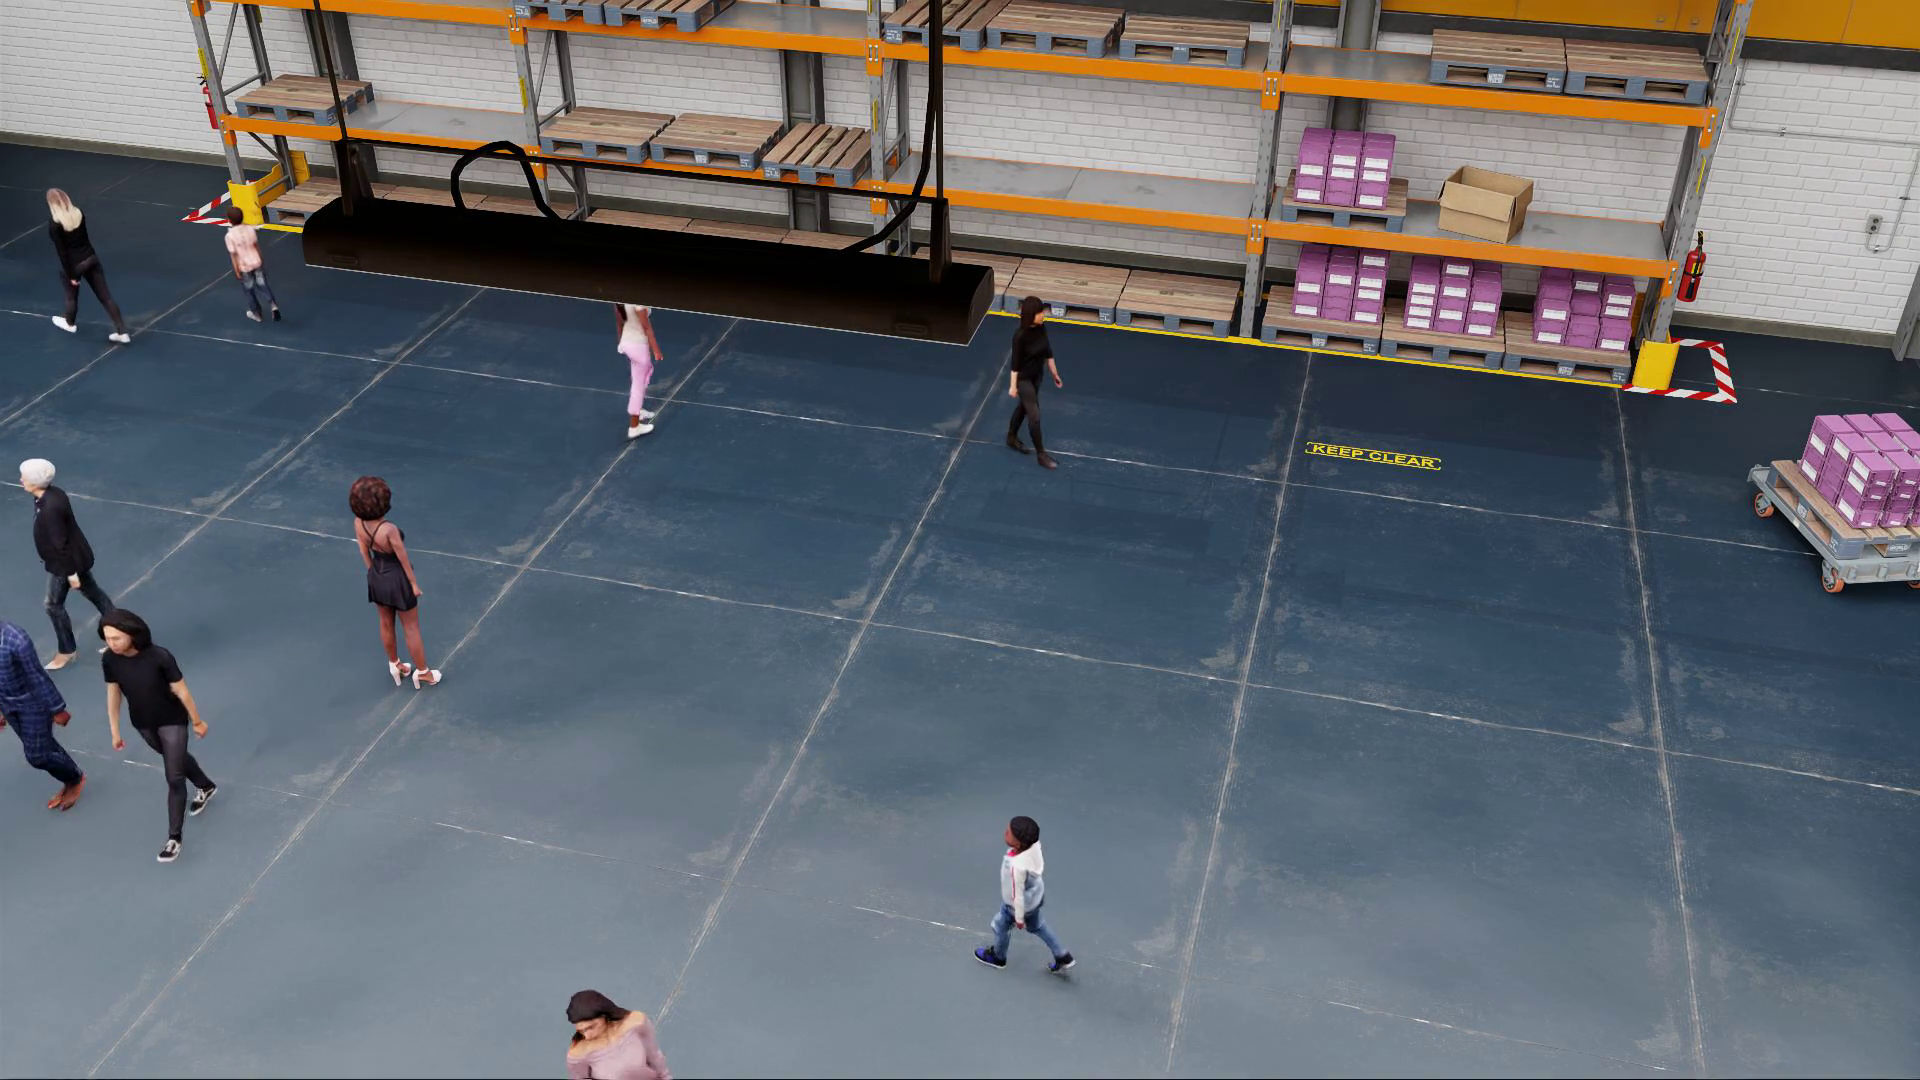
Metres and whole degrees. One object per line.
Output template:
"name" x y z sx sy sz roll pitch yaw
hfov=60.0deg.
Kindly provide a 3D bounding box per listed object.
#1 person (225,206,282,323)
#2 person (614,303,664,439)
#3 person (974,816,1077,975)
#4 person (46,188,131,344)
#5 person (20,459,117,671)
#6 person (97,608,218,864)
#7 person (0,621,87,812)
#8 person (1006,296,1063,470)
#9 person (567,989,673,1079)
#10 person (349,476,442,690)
"person" -7.392 -2.859 17.370 0.831 1.296 0.693 25 41 33
"person" -3.043 -1.723 15.275 0.778 1.725 0.720 -26 41 -33
"person" 0.425 2.132 9.908 0.890 1.245 0.595 16 37 23
"person" -8.833 -2.737 16.876 1.168 1.642 0.745 14 36 20
"person" -6.615 0.172 12.451 0.977 1.767 0.971 -9 35 -13
"person" -5.206 1.126 10.922 1.038 1.799 0.820 4 34 6
"person" -6.179 1.023 11.076 0.567 1.800 0.726 9 35 13
"person" 0.550 -1.474 14.999 1.006 1.616 0.806 22 39 29
"person" -1.699 2.844 8.338 0.743 1.797 0.743 23 40 31
"person" -4.148 0.326 12.135 0.511 1.789 0.651 13 36 19
